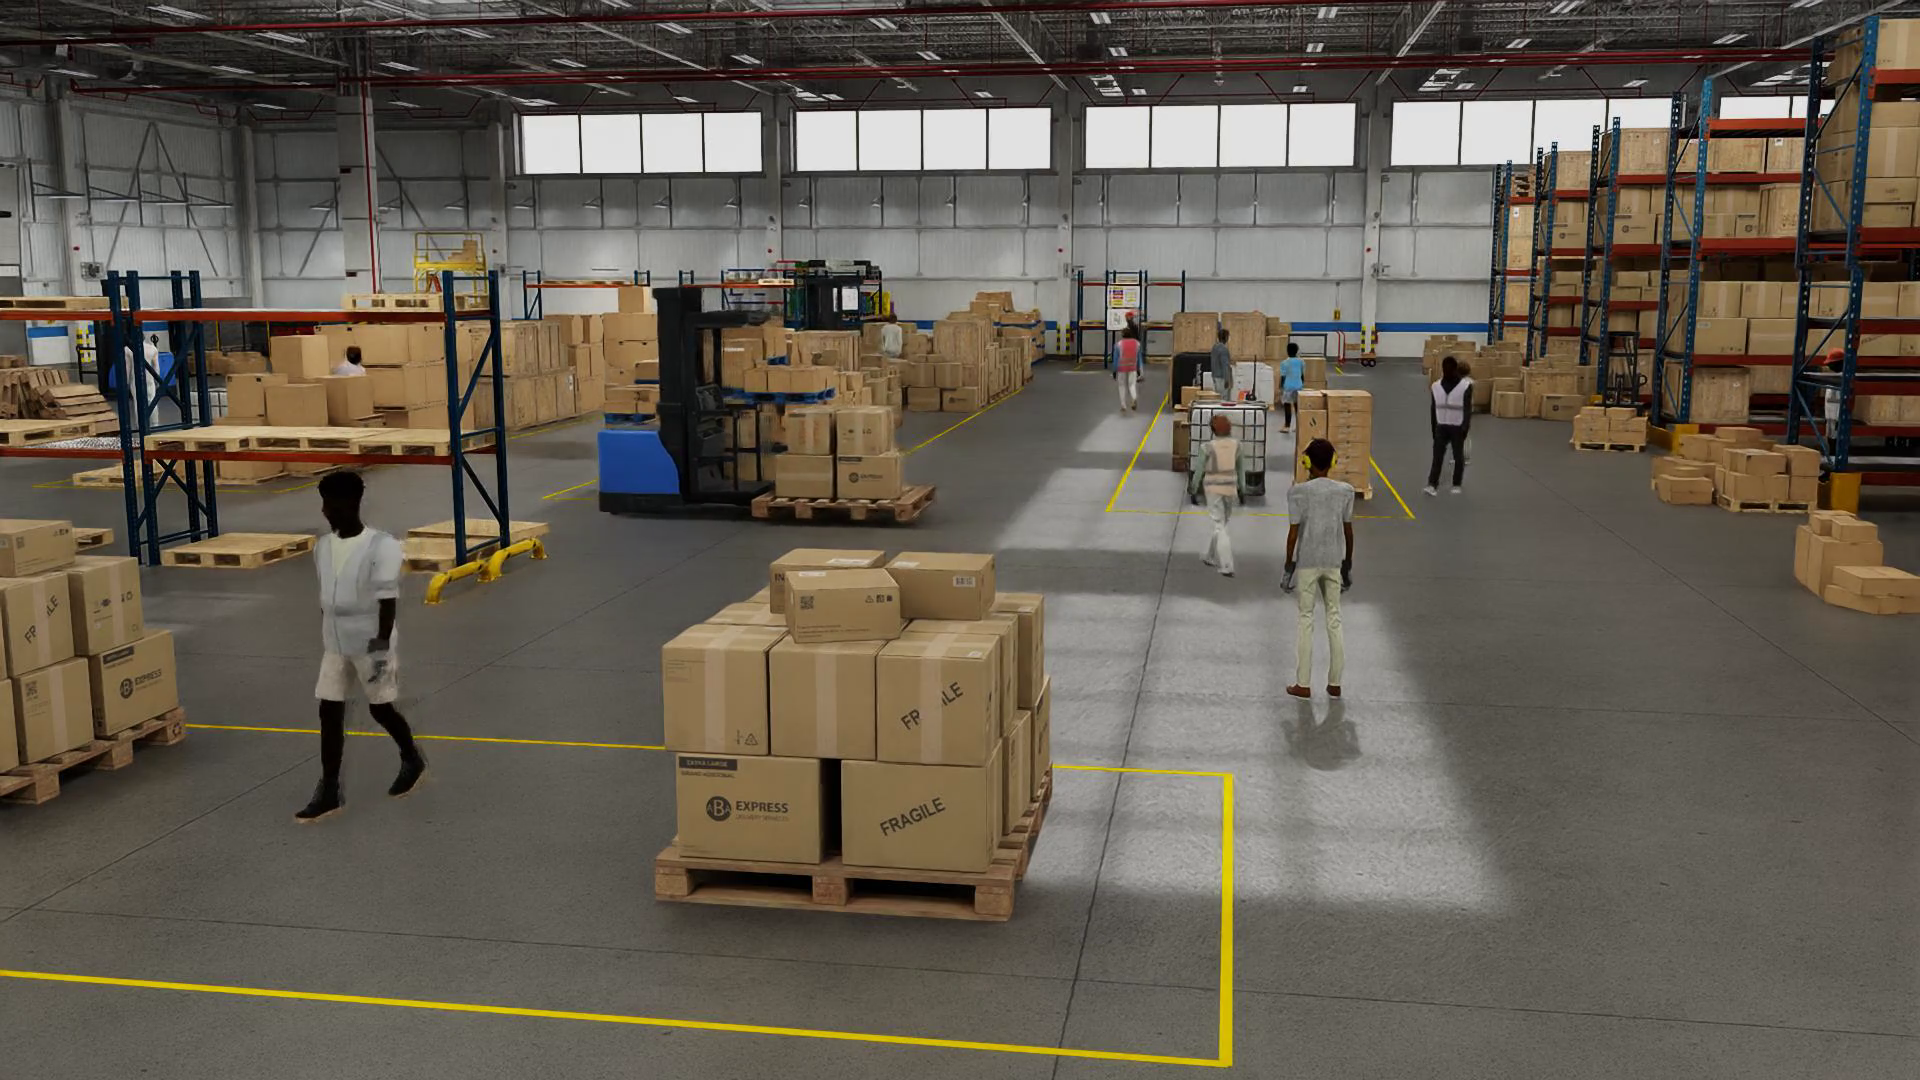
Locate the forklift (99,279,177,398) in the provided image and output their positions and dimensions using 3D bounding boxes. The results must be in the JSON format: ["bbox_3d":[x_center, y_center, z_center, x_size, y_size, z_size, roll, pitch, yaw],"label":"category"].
[{"bbox_3d":[-19.606,-4.720,39.027,1.873,2.768,1.129,1,9,9],"label":"forklift"}]

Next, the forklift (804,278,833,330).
[{"bbox_3d":[-3.630,-5.346,42.886,1.873,2.768,1.129,-6,11,-35],"label":"forklift"}]

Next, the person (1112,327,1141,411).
[{"bbox_3d":[3.582,-3.673,35.798,0.648,1.827,0.468,-2,9,-12],"label":"person"}]

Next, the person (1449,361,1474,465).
[{"bbox_3d":[7.869,-1.985,26.006,0.314,1.632,0.524,-1,9,-3],"label":"person"}]

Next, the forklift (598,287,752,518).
[{"bbox_3d":[-3.465,-1.732,20.597,1.873,2.768,1.129,1,9,9],"label":"forklift"}]

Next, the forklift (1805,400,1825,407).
[{"bbox_3d":[19.582,-4.273,36.267,1.873,2.768,1.129,7,12,39],"label":"forklift"}]

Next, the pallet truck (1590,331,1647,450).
[{"bbox_3d":[11.253,-2.573,28.499,0.823,1.965,1.885,5,10,27],"label":"pallet truck"}]

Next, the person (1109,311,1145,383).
[{"bbox_3d":[4.572,-5.210,44.926,1.054,1.937,0.645,6,11,34],"label":"person"}]

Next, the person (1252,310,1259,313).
[{"bbox_3d":[8.103,-5.339,45.736,0.361,1.939,0.543,-9,13,-43],"label":"person"}]

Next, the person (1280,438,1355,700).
[{"bbox_3d":[2.525,0.207,11.768,0.520,1.865,0.328,-1,9,-5],"label":"person"}]

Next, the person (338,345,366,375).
[{"bbox_3d":[-9.883,-2.255,27.059,0.698,1.826,0.637,2,9,12],"label":"person"}]

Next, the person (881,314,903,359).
[{"bbox_3d":[-1.679,-4.904,43.140,0.656,1.906,0.900,5,11,29],"label":"person"}]

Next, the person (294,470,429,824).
[{"bbox_3d":[-3.370,0.566,9.319,0.616,1.936,0.858,4,10,21],"label":"person"}]

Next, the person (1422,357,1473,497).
[{"bbox_3d":[6.561,-1.508,22.324,0.616,1.864,0.990,7,11,36],"label":"person"}]

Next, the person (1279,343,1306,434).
[{"bbox_3d":[6.193,-2.831,31.015,0.540,1.695,0.317,-4,10,-26],"label":"person"}]

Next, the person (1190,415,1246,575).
[{"bbox_3d":[2.594,-0.464,16.720,0.534,1.589,0.857,-3,10,-20],"label":"person"}]

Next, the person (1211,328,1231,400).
[{"bbox_3d":[4.987,-3.070,31.746,0.355,1.938,0.637,-2,9,-12],"label":"person"}]

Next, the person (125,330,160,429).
[{"bbox_3d":[-15.413,-3.000,31.335,0.627,1.934,0.370,-6,11,-34],"label":"person"}]

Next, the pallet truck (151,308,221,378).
[{"bbox_3d":[-21.869,-5.598,47.154,0.823,1.965,1.885,4,10,26],"label":"pallet truck"}]

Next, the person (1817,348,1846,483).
[{"bbox_3d":[12.483,-1.768,23.753,0.373,1.928,0.543,2,9,11],"label":"person"}]
